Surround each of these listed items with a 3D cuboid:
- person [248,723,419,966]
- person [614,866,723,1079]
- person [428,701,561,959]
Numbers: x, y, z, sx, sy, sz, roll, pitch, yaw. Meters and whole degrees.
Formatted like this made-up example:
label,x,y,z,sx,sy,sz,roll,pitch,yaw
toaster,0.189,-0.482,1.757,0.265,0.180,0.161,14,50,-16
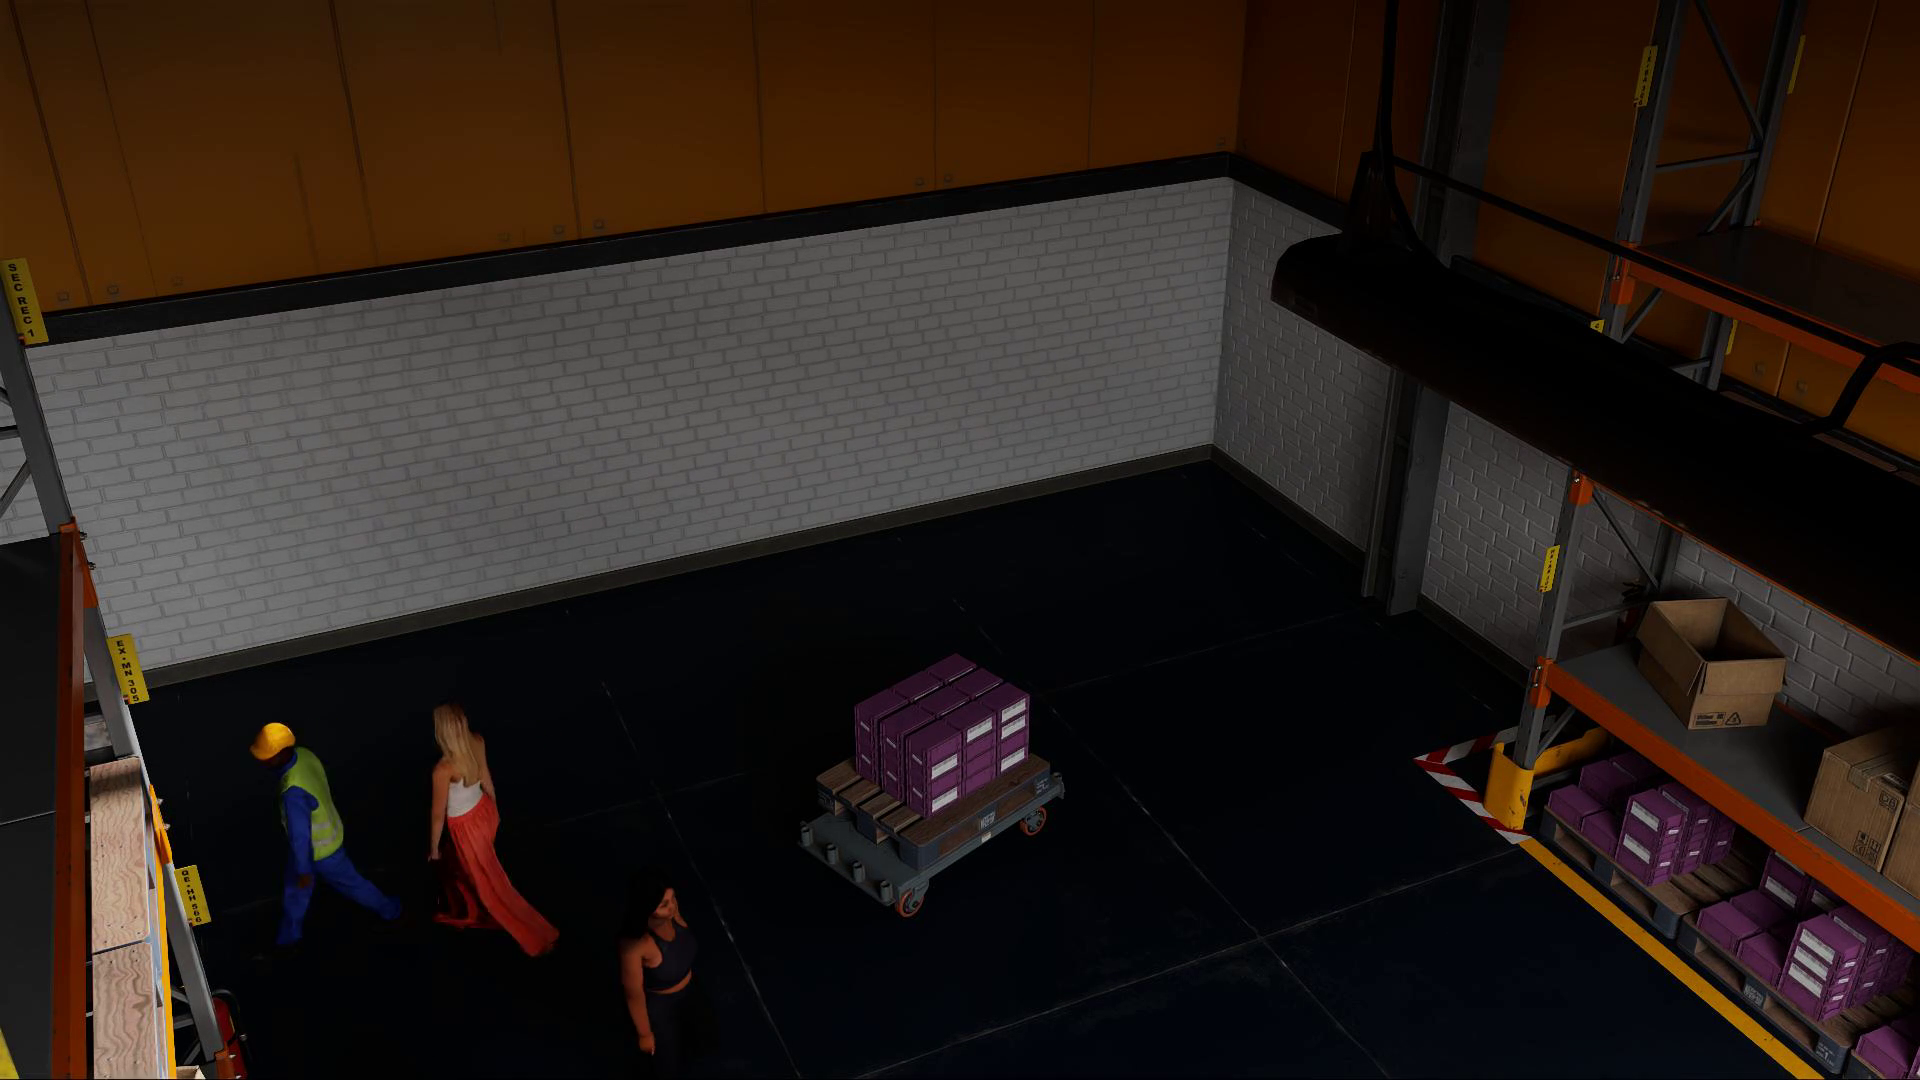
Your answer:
label,x,y,z,sx,sy,sz,roll,pitch,yaw
person,-3.716,1.774,9.845,0.779,1.758,1.145,-10,30,-17
person,-1.613,2.391,8.667,0.894,1.803,0.838,11,31,19
person,-2.805,1.772,9.850,1.211,1.758,1.186,9,30,15
